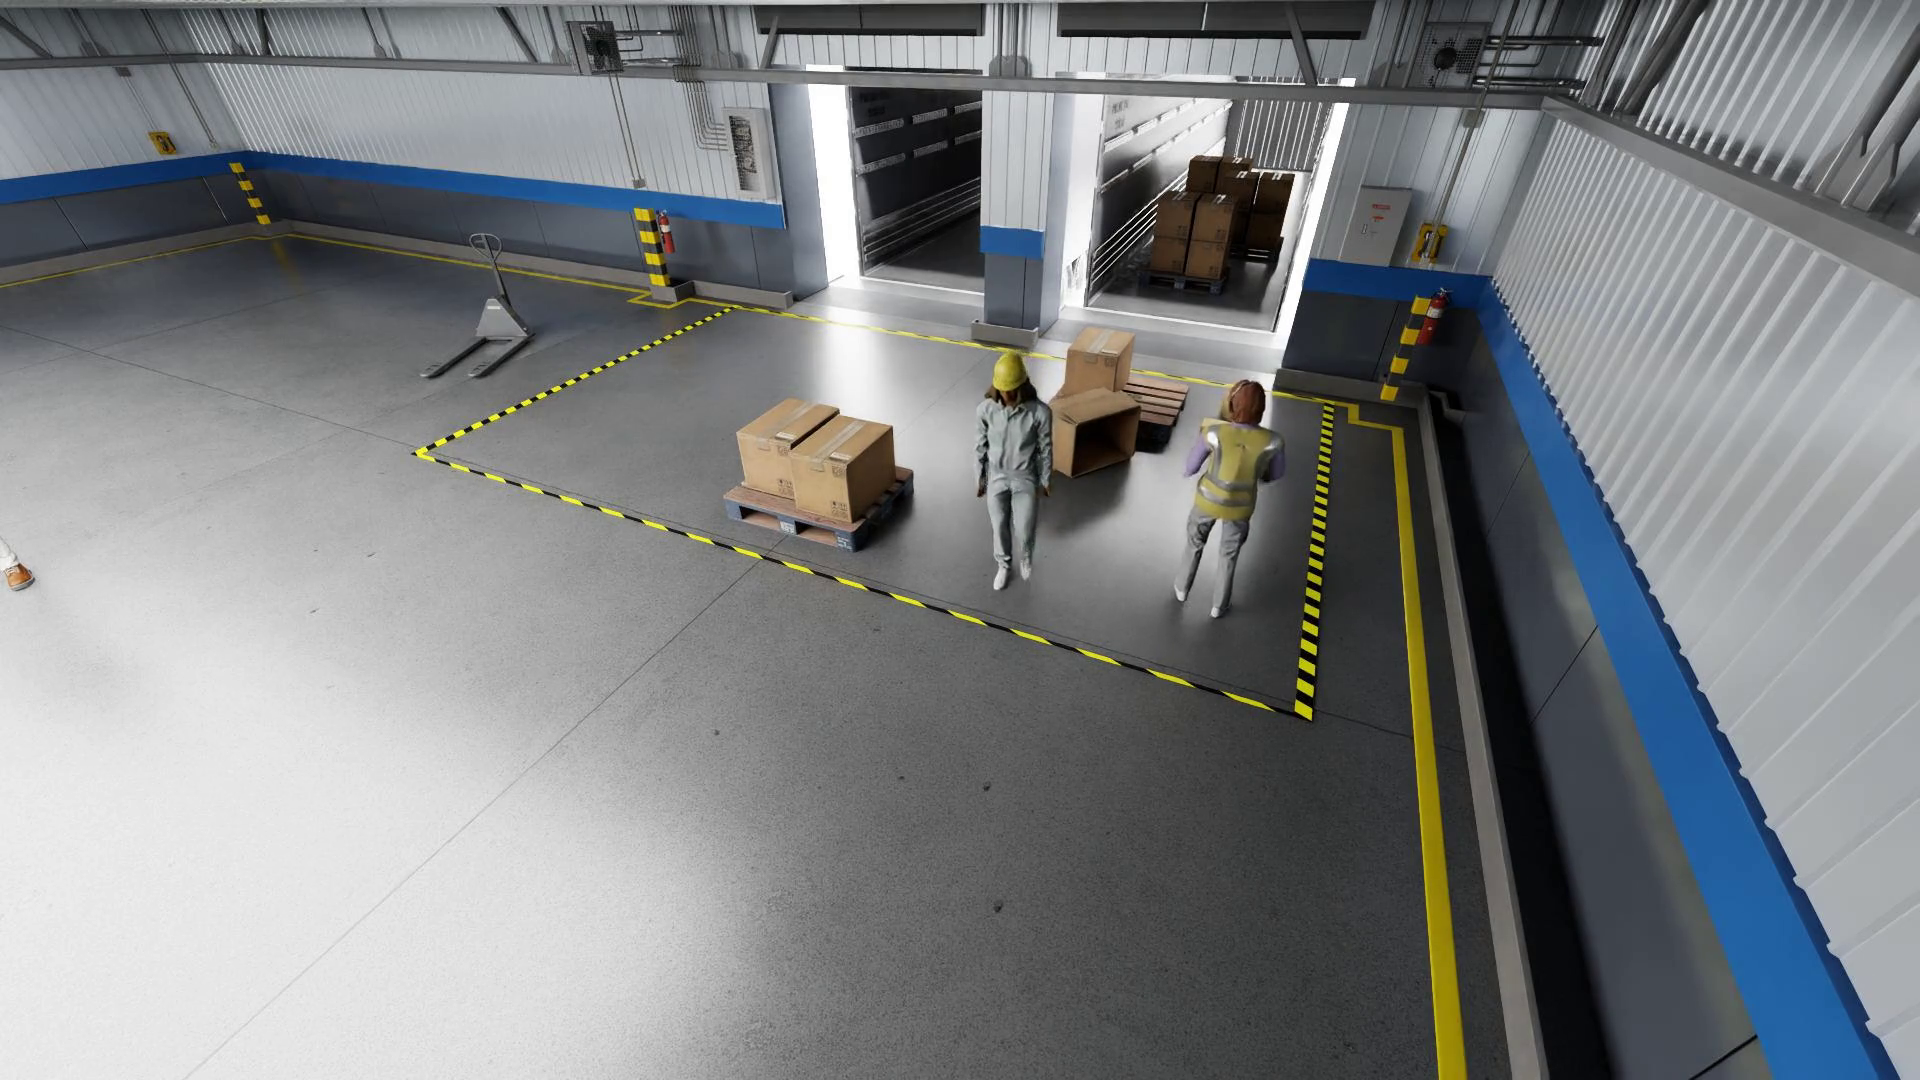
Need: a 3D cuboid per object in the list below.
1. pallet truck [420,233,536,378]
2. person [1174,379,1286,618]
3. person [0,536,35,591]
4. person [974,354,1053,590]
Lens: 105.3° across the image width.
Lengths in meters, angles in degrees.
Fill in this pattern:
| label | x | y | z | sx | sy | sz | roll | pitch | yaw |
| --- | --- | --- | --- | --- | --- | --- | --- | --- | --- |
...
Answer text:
| label | x | y | z | sx | sy | sz | roll | pitch | yaw |
| --- | --- | --- | --- | --- | --- | --- | --- | --- | --- |
| pallet truck | -5.664 | -2.712 | 8.427 | 0.680 | 1.201 | 1.601 | 0 | 35 | -1 |
| person | 1.699 | -0.268 | 4.683 | 0.594 | 1.622 | 0.519 | 9 | 36 | 12 |
| person | -6.827 | -0.439 | 4.625 | 0.613 | 1.946 | 0.387 | -28 | 44 | -33 |
| person | 0.341 | -0.396 | 4.749 | 0.509 | 1.724 | 0.434 | 9 | 36 | 13 |
